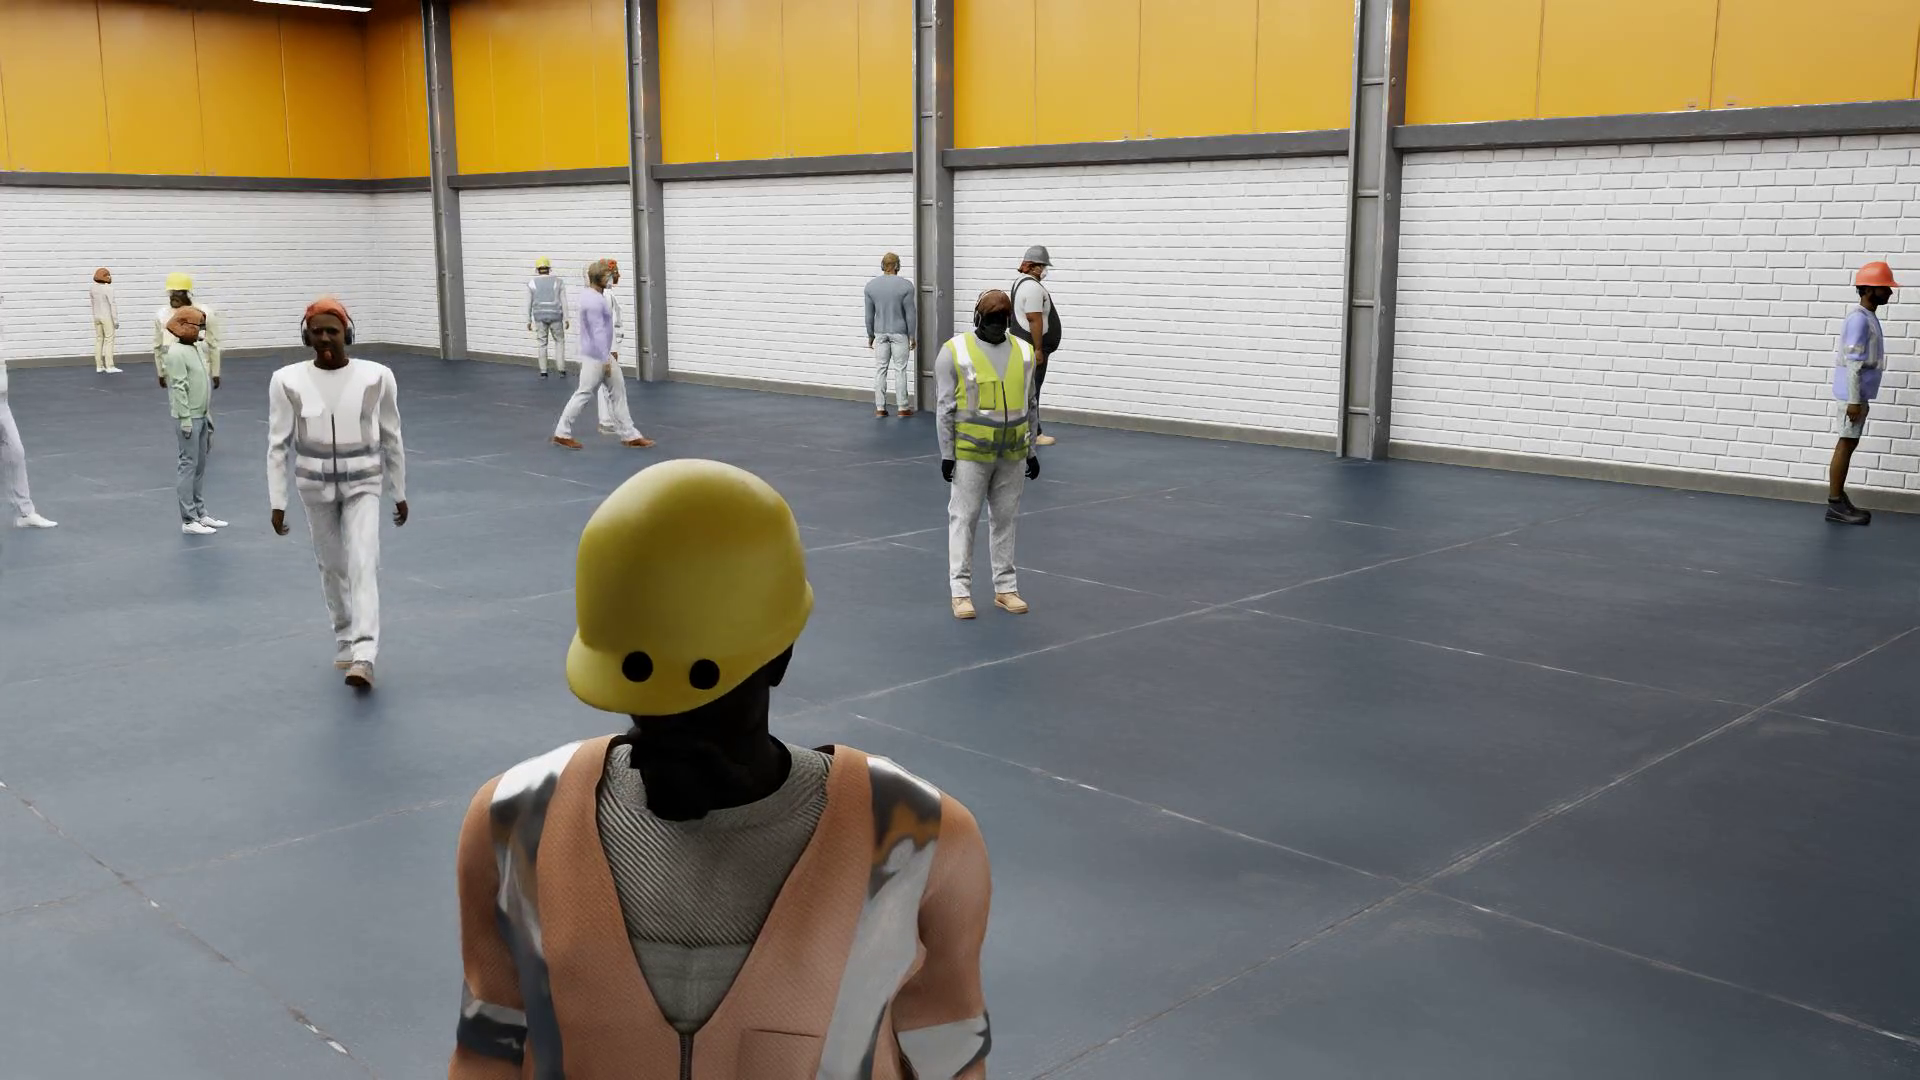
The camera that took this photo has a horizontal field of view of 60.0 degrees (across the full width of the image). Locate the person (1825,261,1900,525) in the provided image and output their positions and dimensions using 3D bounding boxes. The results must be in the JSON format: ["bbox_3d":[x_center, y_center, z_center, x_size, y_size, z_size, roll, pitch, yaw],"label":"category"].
[{"bbox_3d":[6.700,-1.090,12.370,0.377,1.938,0.547,7,12,33],"label":"person"}]

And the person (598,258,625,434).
[{"bbox_3d":[-3.775,-2.078,17.903,0.345,1.882,0.584,-3,11,-18],"label":"person"}]

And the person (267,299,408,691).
[{"bbox_3d":[-2.963,-0.219,7.914,0.605,1.824,1.000,-2,11,-13],"label":"person"}]

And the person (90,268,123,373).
[{"bbox_3d":[-13.327,-3.421,25.927,0.503,1.627,0.288,5,11,23],"label":"person"}]

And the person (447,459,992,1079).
[{"bbox_3d":[-0.260,0.858,1.806,0.585,1.917,0.382,0,10,2],"label":"person"}]

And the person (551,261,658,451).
[{"bbox_3d":[-3.596,-1.813,16.469,1.034,1.890,0.651,-1,10,-5],"label":"person"}]

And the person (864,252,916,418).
[{"bbox_3d":[-0.803,-2.385,19.442,0.627,1.934,0.372,3,11,17],"label":"person"}]

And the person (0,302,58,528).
[{"bbox_3d":[-7.066,-0.979,12.023,0.800,1.843,0.543,2,11,11],"label":"person"}]

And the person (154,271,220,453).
[{"bbox_3d":[-7.226,-1.618,15.614,0.599,1.811,0.736,0,10,2],"label":"person"}]

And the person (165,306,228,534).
[{"bbox_3d":[-5.513,-0.865,11.975,0.288,1.633,0.497,-1,10,-7],"label":"person"}]

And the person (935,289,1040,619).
[{"bbox_3d":[0.171,-0.483,9.343,0.621,1.838,0.429,-5,11,-23],"label":"person"}]

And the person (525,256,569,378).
[{"bbox_3d":[-6.151,-3.307,24.776,0.629,1.821,0.434,-2,11,-10],"label":"person"}]

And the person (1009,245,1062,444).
[{"bbox_3d":[0.775,-2.011,17.109,0.536,2.000,0.683,-2,11,-13],"label":"person"}]
